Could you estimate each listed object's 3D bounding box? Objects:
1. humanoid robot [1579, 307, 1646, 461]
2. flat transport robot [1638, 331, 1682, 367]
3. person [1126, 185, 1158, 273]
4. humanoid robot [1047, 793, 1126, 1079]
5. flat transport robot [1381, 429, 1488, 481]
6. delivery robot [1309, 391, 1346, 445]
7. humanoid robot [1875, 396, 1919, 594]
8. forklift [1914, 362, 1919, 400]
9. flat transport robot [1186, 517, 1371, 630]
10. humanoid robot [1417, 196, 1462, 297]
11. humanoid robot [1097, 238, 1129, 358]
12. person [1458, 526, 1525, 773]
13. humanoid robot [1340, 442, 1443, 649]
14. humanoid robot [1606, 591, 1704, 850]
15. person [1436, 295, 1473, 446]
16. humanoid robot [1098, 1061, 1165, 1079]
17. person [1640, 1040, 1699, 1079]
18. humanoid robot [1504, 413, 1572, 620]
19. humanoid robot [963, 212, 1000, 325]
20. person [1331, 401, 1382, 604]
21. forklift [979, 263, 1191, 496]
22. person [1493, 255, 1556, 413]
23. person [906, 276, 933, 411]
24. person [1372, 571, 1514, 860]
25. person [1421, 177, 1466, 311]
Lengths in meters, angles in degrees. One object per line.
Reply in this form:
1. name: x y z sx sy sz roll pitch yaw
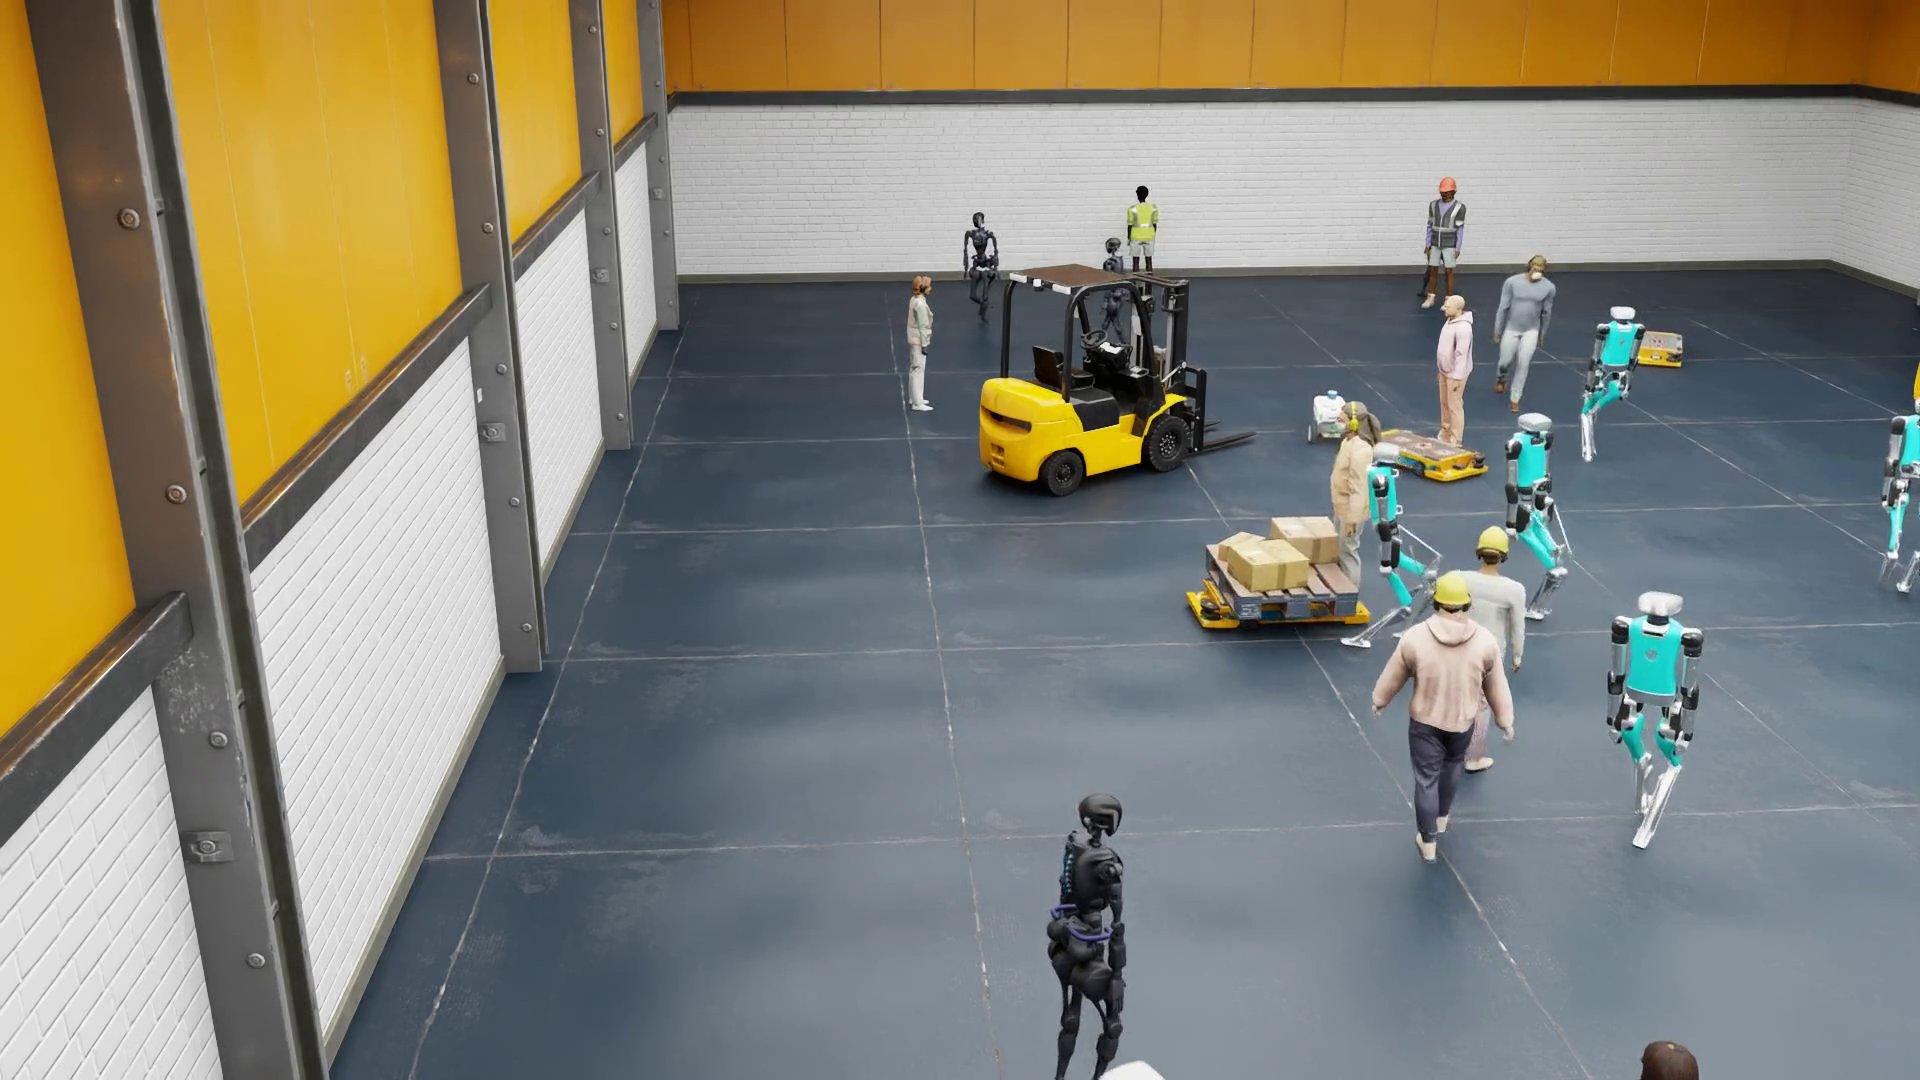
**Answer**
1. humanoid robot: 7.018 -1.723 18.238 0.537 1.803 0.832 -2 20 -5
2. flat transport robot: 9.535 -2.633 22.801 0.659 0.231 1.431 8 22 20
3. person: 2.929 -4.855 26.805 0.530 1.686 0.332 -3 20 -8
4. humanoid robot: 0.602 2.009 8.122 0.393 1.645 0.589 -10 22 -25
5. flat transport robot: 4.999 -0.944 18.201 0.659 0.231 1.431 -13 24 -31
6. delivery robot: 4.241 -1.405 19.022 0.499 0.581 0.768 2 20 6
7. humanoid robot: 8.250 -0.299 14.357 0.542 1.798 0.825 8 22 20
8. forklift: 12.602 -2.435 19.475 2.313 2.155 1.214 -1 20 -4
9. flat transport robot: 2.707 0.531 14.181 1.431 0.231 0.659 -2 20 -5
10. humanoid robot: 7.608 -4.646 26.251 0.610 1.635 0.537 -15 25 -36
11. humanoid robot: 2.052 -3.284 22.605 0.787 1.628 0.609 7 21 19
12. person: 3.573 0.749 11.426 0.559 1.755 0.382 9 22 24
13. humanoid robot: 3.559 0.102 13.245 0.877 1.778 0.565 4 21 12
14. humanoid robot: 4.420 1.109 10.554 0.555 1.845 0.872 13 24 32
15. person: 5.479 -1.835 18.446 0.408 1.775 0.526 -2 20 -6
16. humanoid robot: 0.768 2.808 5.955 0.541 1.850 0.782 -18 26 -39
17. person: 2.562 2.659 6.204 0.475 1.767 0.361 -5 21 -14
18. humanoid robot: 4.877 -0.143 13.881 0.539 1.774 0.730 -14 24 -33
19. humanoid robot: 0.361 -4.030 24.579 0.601 1.645 0.464 9 22 24
20. person: 3.298 -0.257 14.011 0.396 1.870 0.573 1 20 2
21. forklift: 1.315 -1.764 17.646 2.313 2.155 1.214 -14 24 -33
22. person: 6.805 -2.541 20.181 0.686 1.905 0.693 3 20 9
23. person: -0.487 -2.385 20.148 0.315 1.632 0.517 -4 21 -11
24. person: 3.027 1.052 10.466 0.853 1.841 0.739 3 20 8
25. person: 7.366 -4.513 25.378 0.601 2.035 0.413 18 27 40
